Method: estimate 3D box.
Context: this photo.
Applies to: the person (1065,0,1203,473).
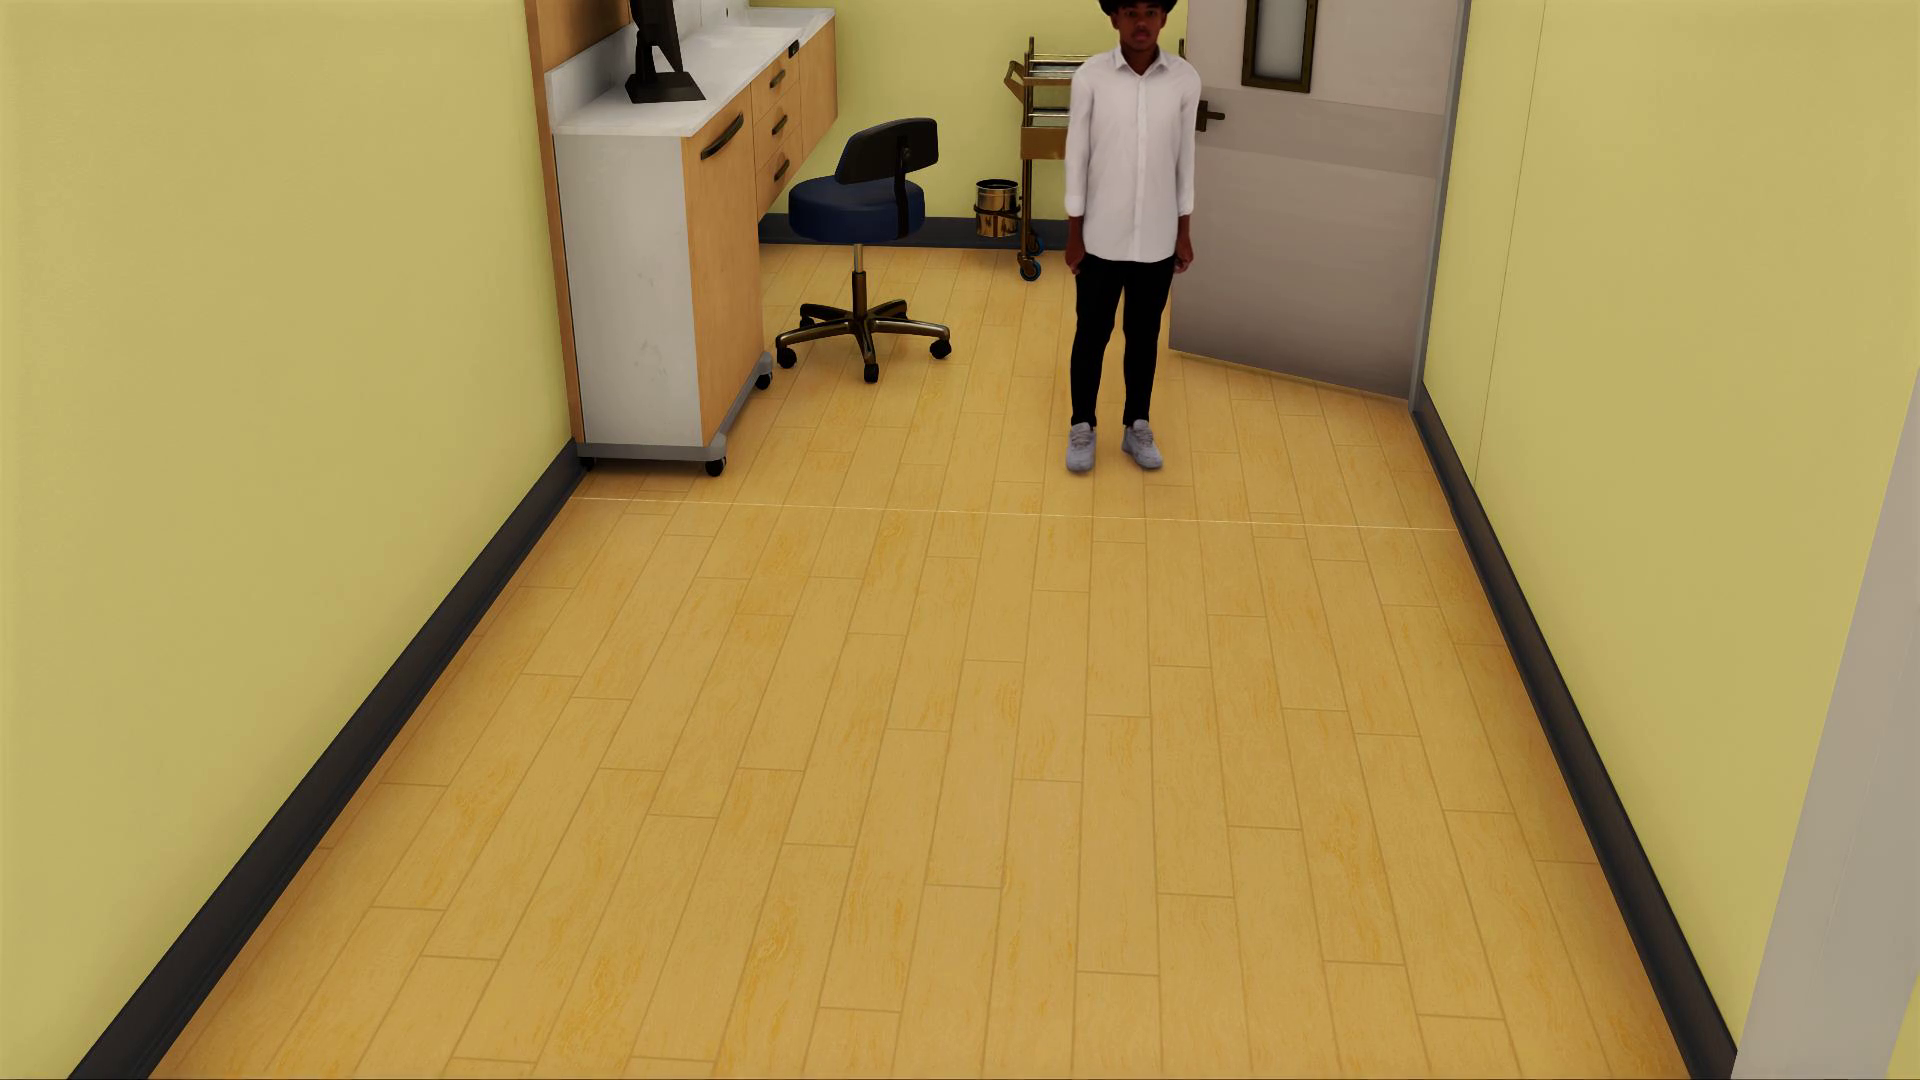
[{"bbox_3d":[0.592,-1.133,5.900,0.554,1.809,0.718,-2,26,-4],"label":"person"}]
